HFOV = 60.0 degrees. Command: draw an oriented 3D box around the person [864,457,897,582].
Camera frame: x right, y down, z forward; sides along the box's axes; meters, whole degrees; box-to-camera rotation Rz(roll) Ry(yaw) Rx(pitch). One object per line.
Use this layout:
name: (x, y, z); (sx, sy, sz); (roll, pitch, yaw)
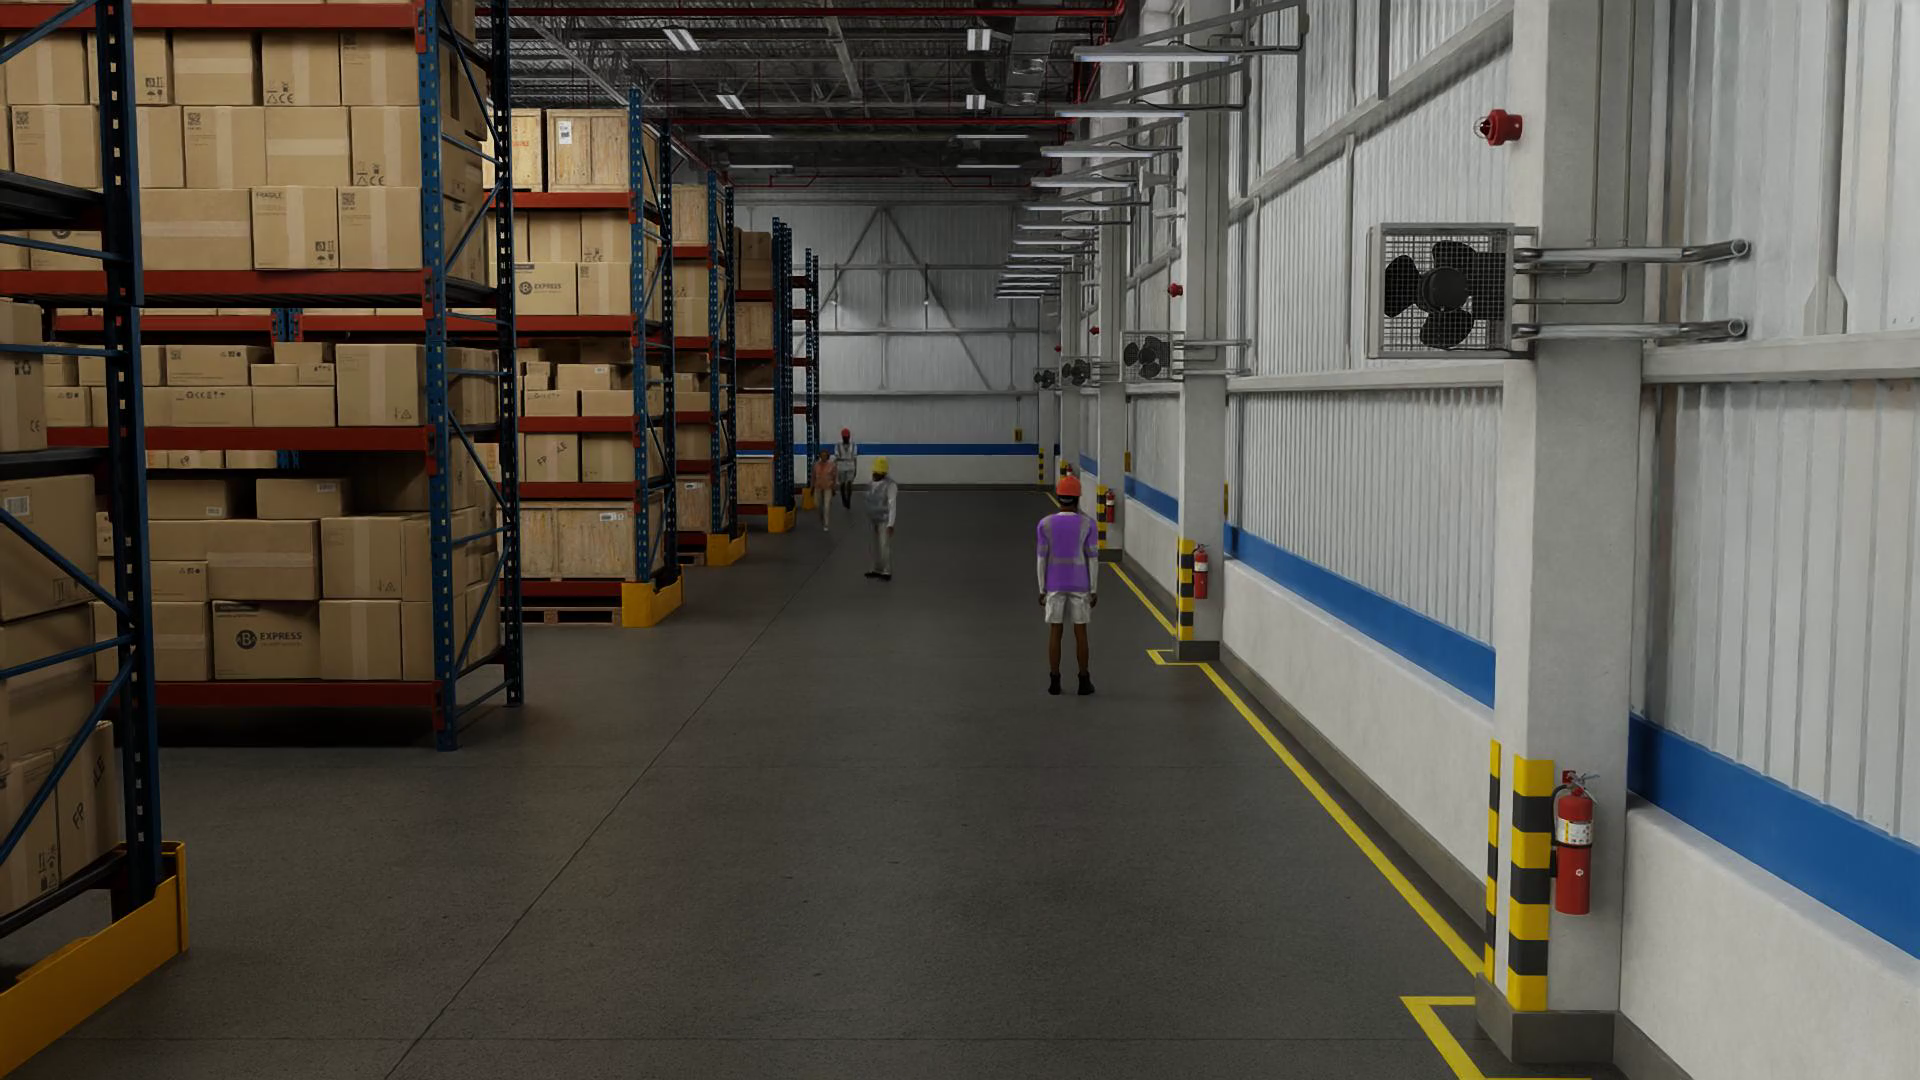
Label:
person: (-1.137, -0.291, 23.631); (0.476, 1.794, 0.654); (-4, 7, -41)

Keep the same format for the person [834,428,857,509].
person: (-2.691, -1.695, 39.266); (0.544, 1.918, 0.689); (0, 5, -3)

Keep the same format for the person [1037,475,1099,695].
person: (0.952, 0.401, 14.662); (0.546, 1.939, 0.375); (1, 5, 12)

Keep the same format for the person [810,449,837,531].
person: (-2.666, -0.971, 32.453); (0.532, 1.625, 0.370); (1, 5, 8)
